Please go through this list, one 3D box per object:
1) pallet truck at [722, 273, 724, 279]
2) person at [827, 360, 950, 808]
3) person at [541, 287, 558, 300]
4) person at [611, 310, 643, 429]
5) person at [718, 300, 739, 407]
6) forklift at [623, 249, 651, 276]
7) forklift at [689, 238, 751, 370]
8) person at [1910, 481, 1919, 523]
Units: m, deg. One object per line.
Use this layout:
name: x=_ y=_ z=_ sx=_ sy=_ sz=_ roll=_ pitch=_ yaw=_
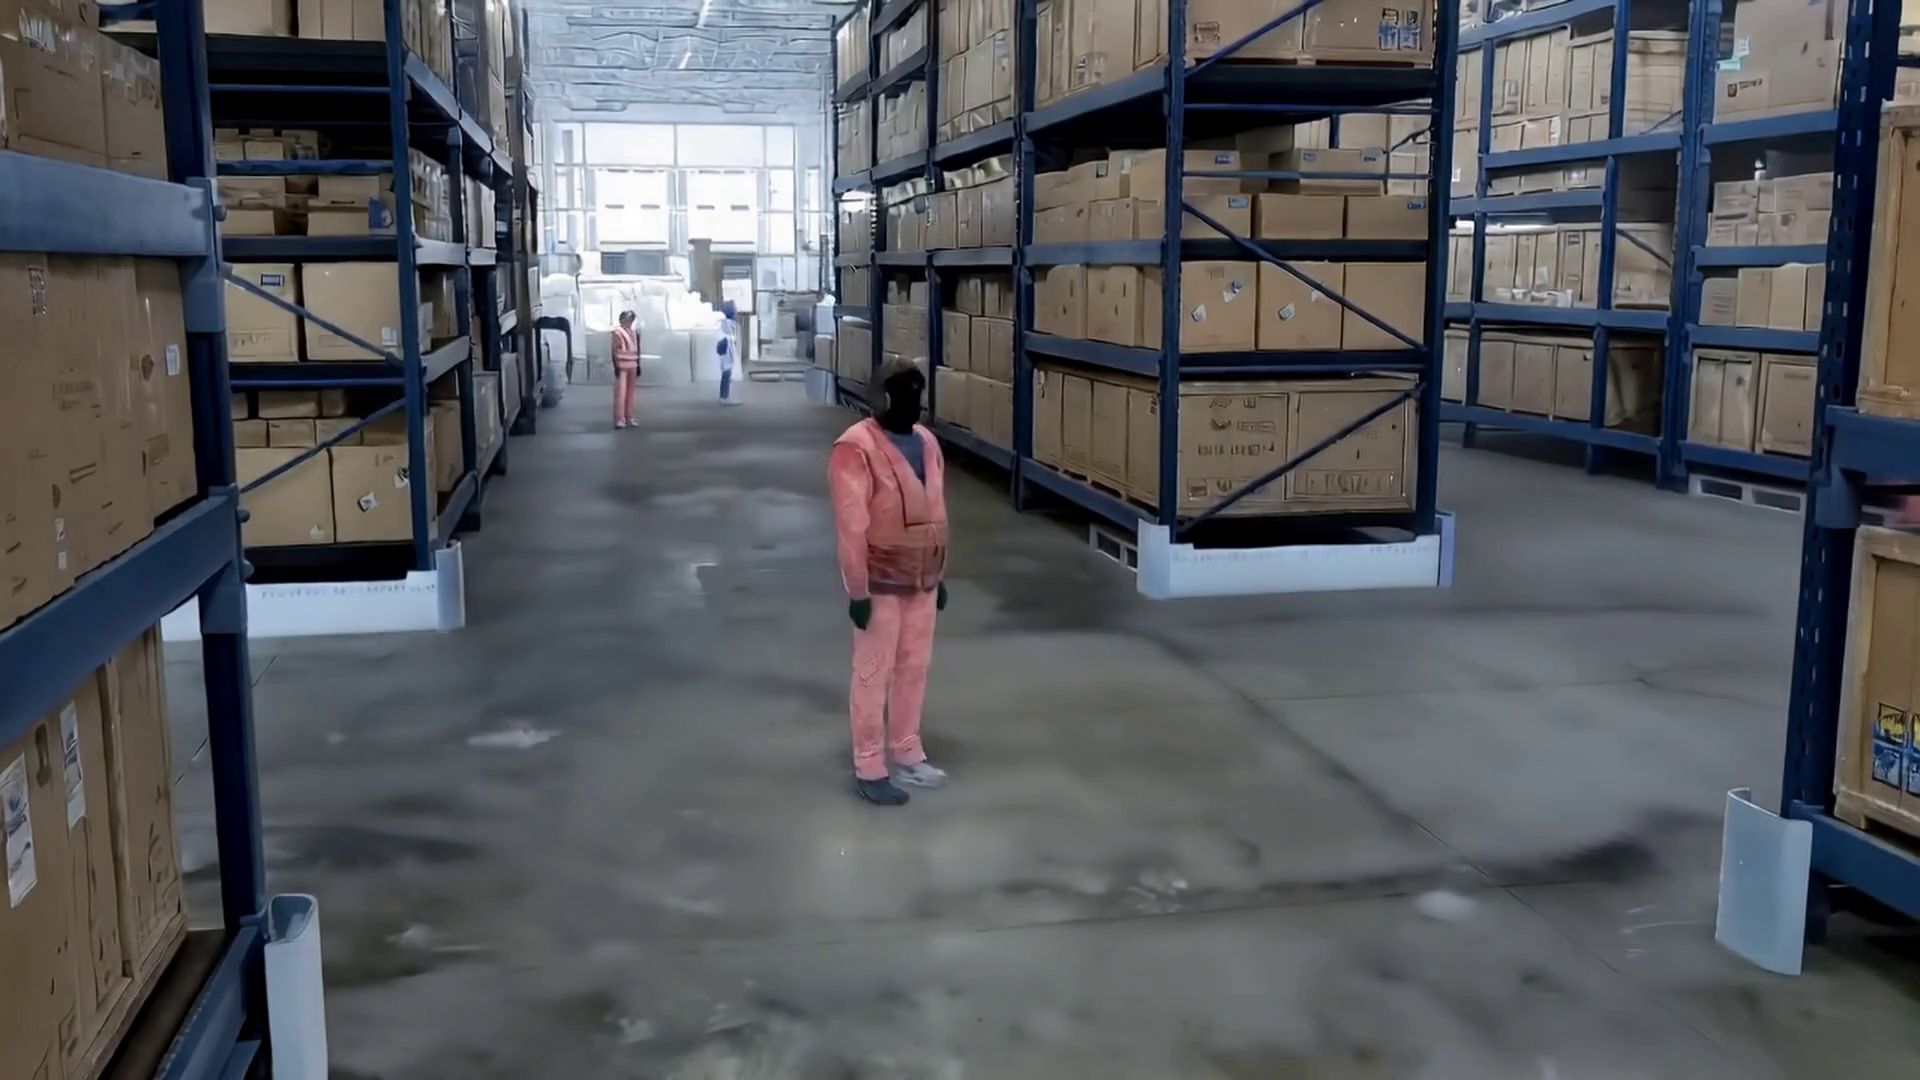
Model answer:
pallet truck: x=-8.580 y=-8.986 z=62.280 sx=1.885 sy=1.965 sz=0.823 roll=1 pitch=9 yaw=5
person: x=-0.267 y=0.177 z=6.935 sx=0.428 sy=1.840 sz=0.642 roll=7 pitch=11 yaw=36
person: x=-14.511 y=-8.387 z=58.842 sx=0.589 sy=1.927 sz=0.387 roll=-2 pitch=9 yaw=-9
person: x=-4.599 y=-2.355 z=22.963 sx=0.314 sy=1.636 sz=0.515 roll=6 pitch=11 yaw=31
person: x=-3.700 y=-2.972 z=26.541 sx=0.317 sy=1.696 sz=0.541 roll=-2 pitch=10 yaw=-12
forklift: x=-11.048 y=-8.569 z=57.054 sx=1.129 sy=2.768 sz=1.873 roll=-8 pitch=12 yaw=-39
forklift: x=-5.501 y=-5.053 z=35.623 sx=1.873 sy=2.768 sz=1.129 roll=-2 pitch=10 yaw=-12
person: x=4.145 y=0.224 z=6.514 sx=0.915 sy=1.865 sz=0.681 roll=-3 pitch=10 yaw=-15
